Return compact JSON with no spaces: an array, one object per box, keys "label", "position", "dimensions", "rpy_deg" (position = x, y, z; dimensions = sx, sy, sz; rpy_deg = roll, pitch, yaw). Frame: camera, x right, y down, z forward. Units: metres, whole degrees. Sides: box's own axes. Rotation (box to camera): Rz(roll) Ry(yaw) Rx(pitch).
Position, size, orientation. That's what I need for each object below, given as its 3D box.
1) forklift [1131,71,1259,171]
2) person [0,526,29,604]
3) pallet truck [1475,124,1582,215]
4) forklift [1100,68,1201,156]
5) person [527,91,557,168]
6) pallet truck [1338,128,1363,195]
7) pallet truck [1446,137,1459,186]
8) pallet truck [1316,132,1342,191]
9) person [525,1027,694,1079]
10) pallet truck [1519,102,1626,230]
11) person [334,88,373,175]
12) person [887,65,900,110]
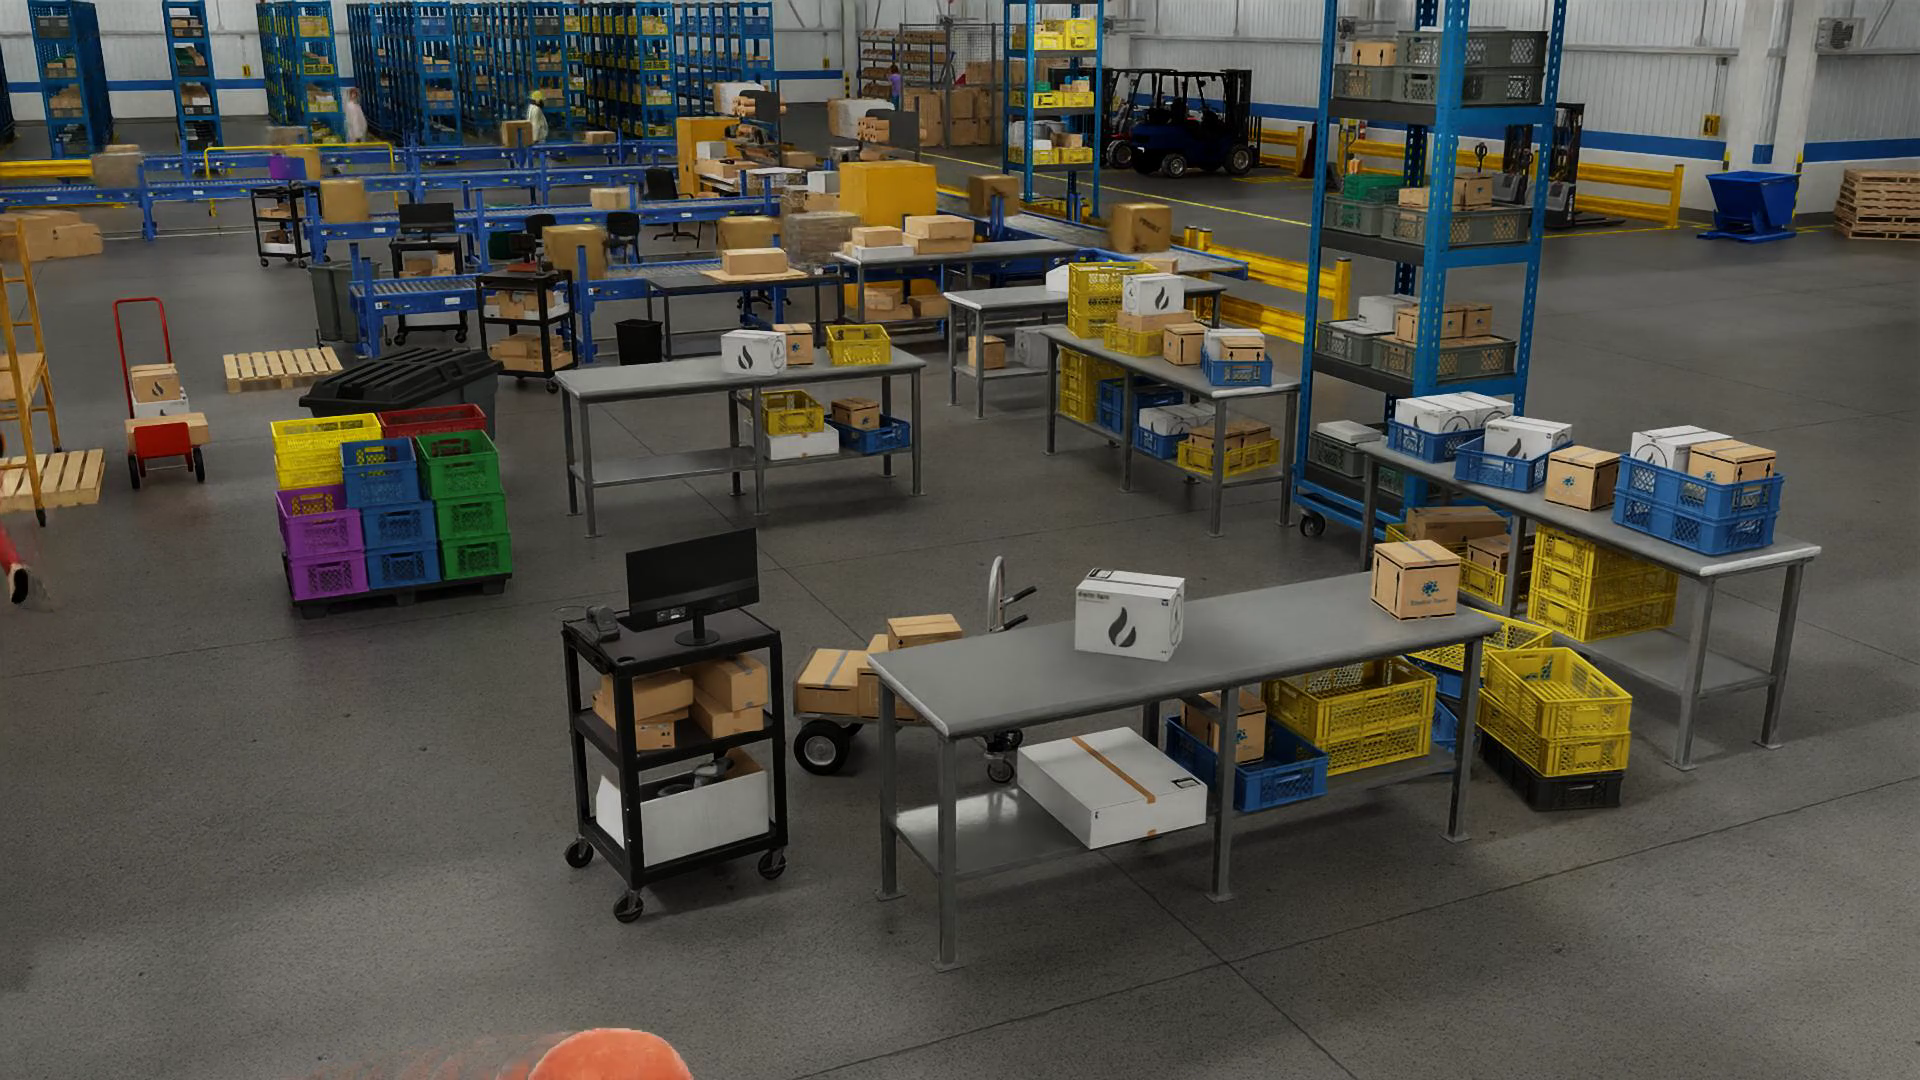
[{"label":"forklift","position":[4.998,-8.936,35.413],"dimensions":[2.680,1.987,1.157],"rpy_deg":[-9,20,-25]},{"label":"person","position":[-5.821,-0.449,9.606],"dimensions":[0.764,1.734,0.515],"rpy_deg":[11,20,30]},{"label":"pallet truck","position":[9.707,-6.455,28.103],"dimensions":[1.885,1.965,0.823],"rpy_deg":[-7,19,-20]},{"label":"forklift","position":[4.082,-9.564,37.410],"dimensions":[2.680,1.987,1.157],"rpy_deg":[-8,19,-23]},{"label":"person","position":[-8.662,-8.400,34.558],"dimensions":[0.903,1.784,0.614],"rpy_deg":[-7,19,-20]},{"label":"pallet truck","position":[7.845,-7.140,31.411],"dimensions":[1.522,1.261,0.704],"rpy_deg":[-9,20,-25]},{"label":"pallet truck","position":[9.184,-6.485,29.328],"dimensions":[1.630,1.274,0.653],"rpy_deg":[-8,19,-23]},{"label":"pallet truck","position":[7.723,-7.504,32.656],"dimensions":[1.601,1.201,0.680],"rpy_deg":[-8,19,-23]},{"label":"person","position":[-0.531,1.636,2.639],"dimensions":[1.099,1.971,0.602],"rpy_deg":[-2,18,-7]},{"label":"pallet truck","position":[9.972,-6.037,26.785],"dimensions":[1.885,1.965,0.823],"rpy_deg":[-9,20,-25]},{"label":"person","position":[-12.534,-8.377,34.367],"dimensions":[0.872,1.877,0.652],"rpy_deg":[-5,18,-17]},{"label":"person","position":[-1.950,-13.405,50.238],"dimensions":[0.563,1.847,0.389],"rpy_deg":[-16,24,-42]}]
